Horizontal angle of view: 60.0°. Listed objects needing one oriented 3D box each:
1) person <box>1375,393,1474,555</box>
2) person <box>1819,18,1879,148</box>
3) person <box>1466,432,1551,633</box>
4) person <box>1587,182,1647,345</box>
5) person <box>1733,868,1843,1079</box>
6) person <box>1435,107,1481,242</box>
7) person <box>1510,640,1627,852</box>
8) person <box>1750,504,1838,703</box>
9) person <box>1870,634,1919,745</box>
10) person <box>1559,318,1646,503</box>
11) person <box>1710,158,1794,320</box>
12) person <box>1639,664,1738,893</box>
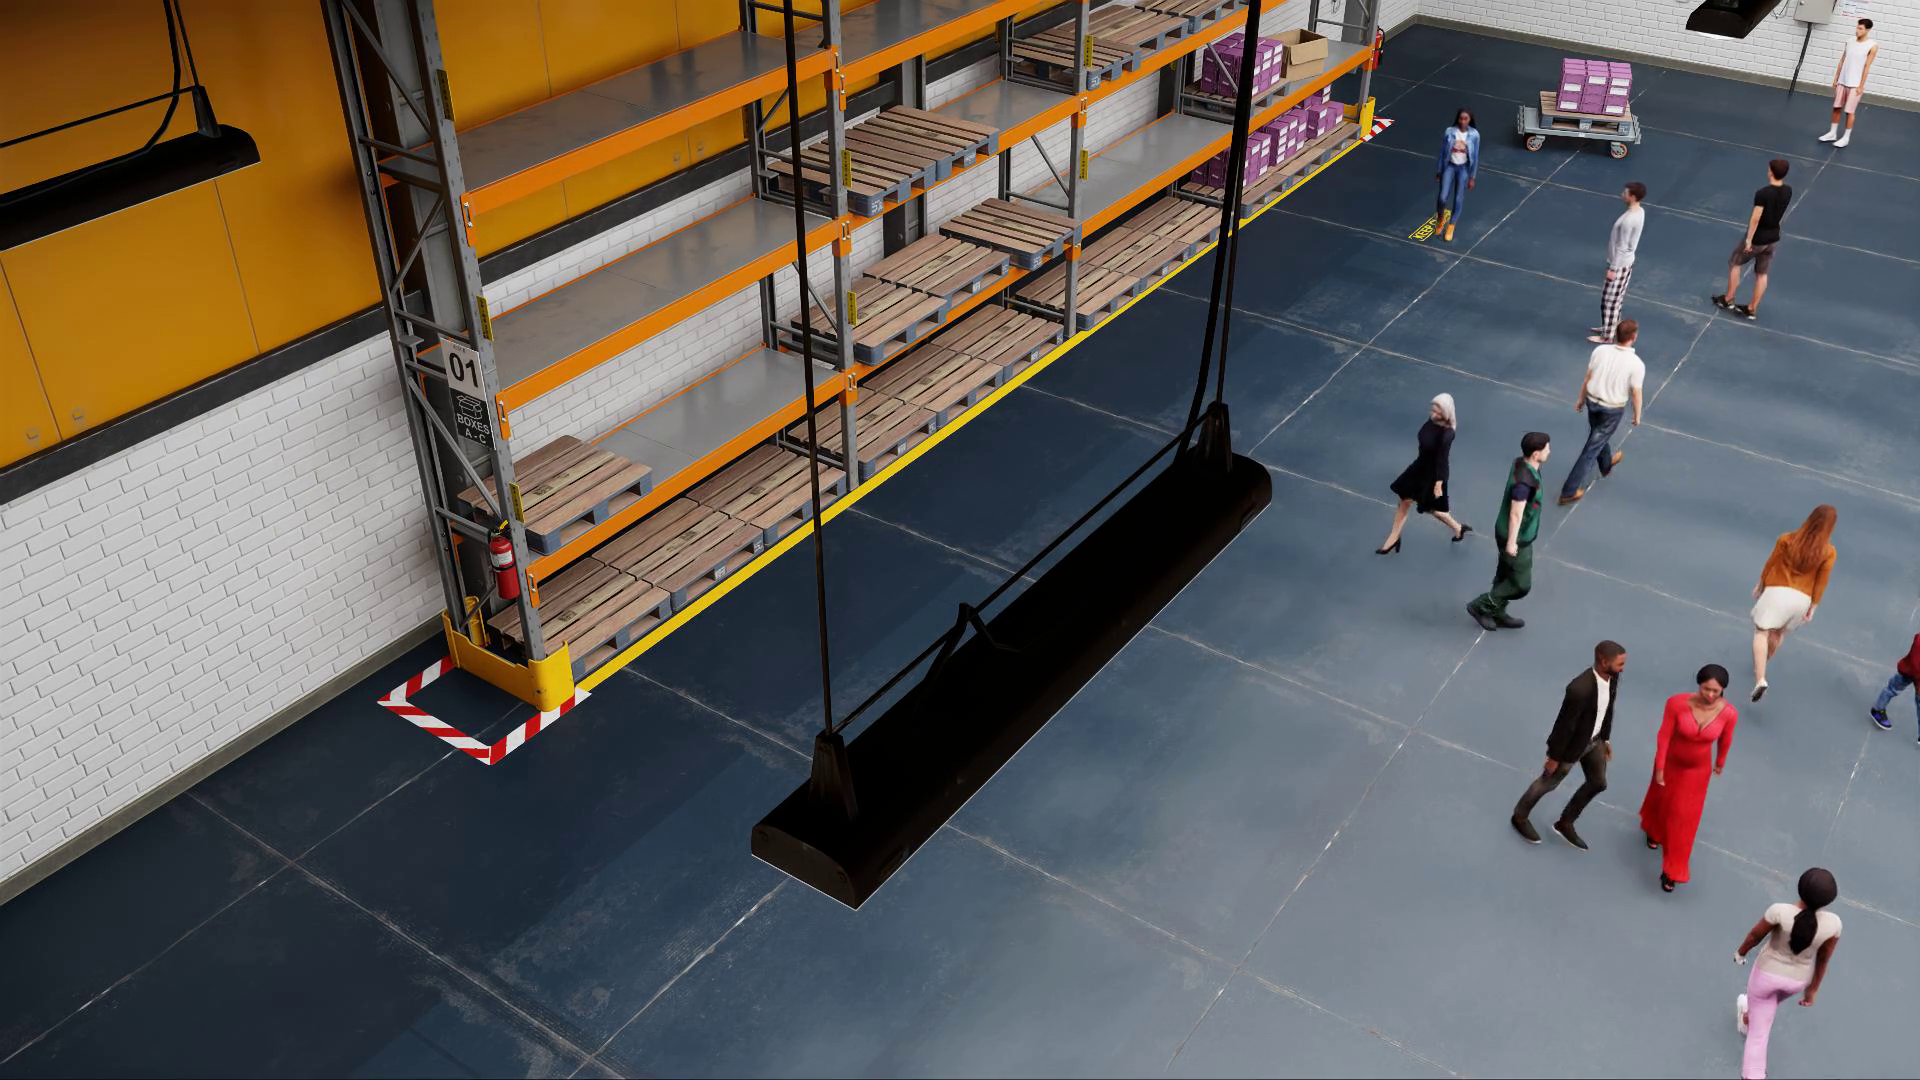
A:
[{"bbox_3d":[4.216,-0.539,14.638,1.156,1.700,1.122,-1,34,-2],"label":"person"},{"bbox_3d":[12.615,-6.475,23.498,0.743,1.778,0.736,-14,36,-20],"label":"person"},{"bbox_3d":[4.514,-0.059,13.742,0.884,1.894,0.797,9,35,14],"label":"person"},{"bbox_3d":[7.269,-3.053,18.289,0.691,1.847,0.480,19,38,26],"label":"person"},{"bbox_3d":[4.834,2.674,9.816,0.906,1.688,1.233,6,34,8],"label":"person"},{"bbox_3d":[6.194,-4.592,20.738,0.714,1.699,0.728,9,35,14],"label":"person"},{"bbox_3d":[4.286,1.388,11.671,0.828,1.776,0.877,-18,38,-25],"label":"person"},{"bbox_3d":[6.492,0.510,13.069,0.801,1.692,1.085,11,35,15],"label":"person"},{"bbox_3d":[7.309,0.971,12.792,0.833,1.230,0.861,-9,35,-13],"label":"person"},{"bbox_3d":[5.932,-1.162,15.477,1.281,1.811,0.950,-22,40,-30],"label":"person"},{"bbox_3d":[9.097,-3.366,18.762,0.909,1.843,0.962,-7,34,-11],"label":"person"},{"bbox_3d":[5.016,1.503,11.520,0.803,1.752,1.111,12,35,18],"label":"person"}]
